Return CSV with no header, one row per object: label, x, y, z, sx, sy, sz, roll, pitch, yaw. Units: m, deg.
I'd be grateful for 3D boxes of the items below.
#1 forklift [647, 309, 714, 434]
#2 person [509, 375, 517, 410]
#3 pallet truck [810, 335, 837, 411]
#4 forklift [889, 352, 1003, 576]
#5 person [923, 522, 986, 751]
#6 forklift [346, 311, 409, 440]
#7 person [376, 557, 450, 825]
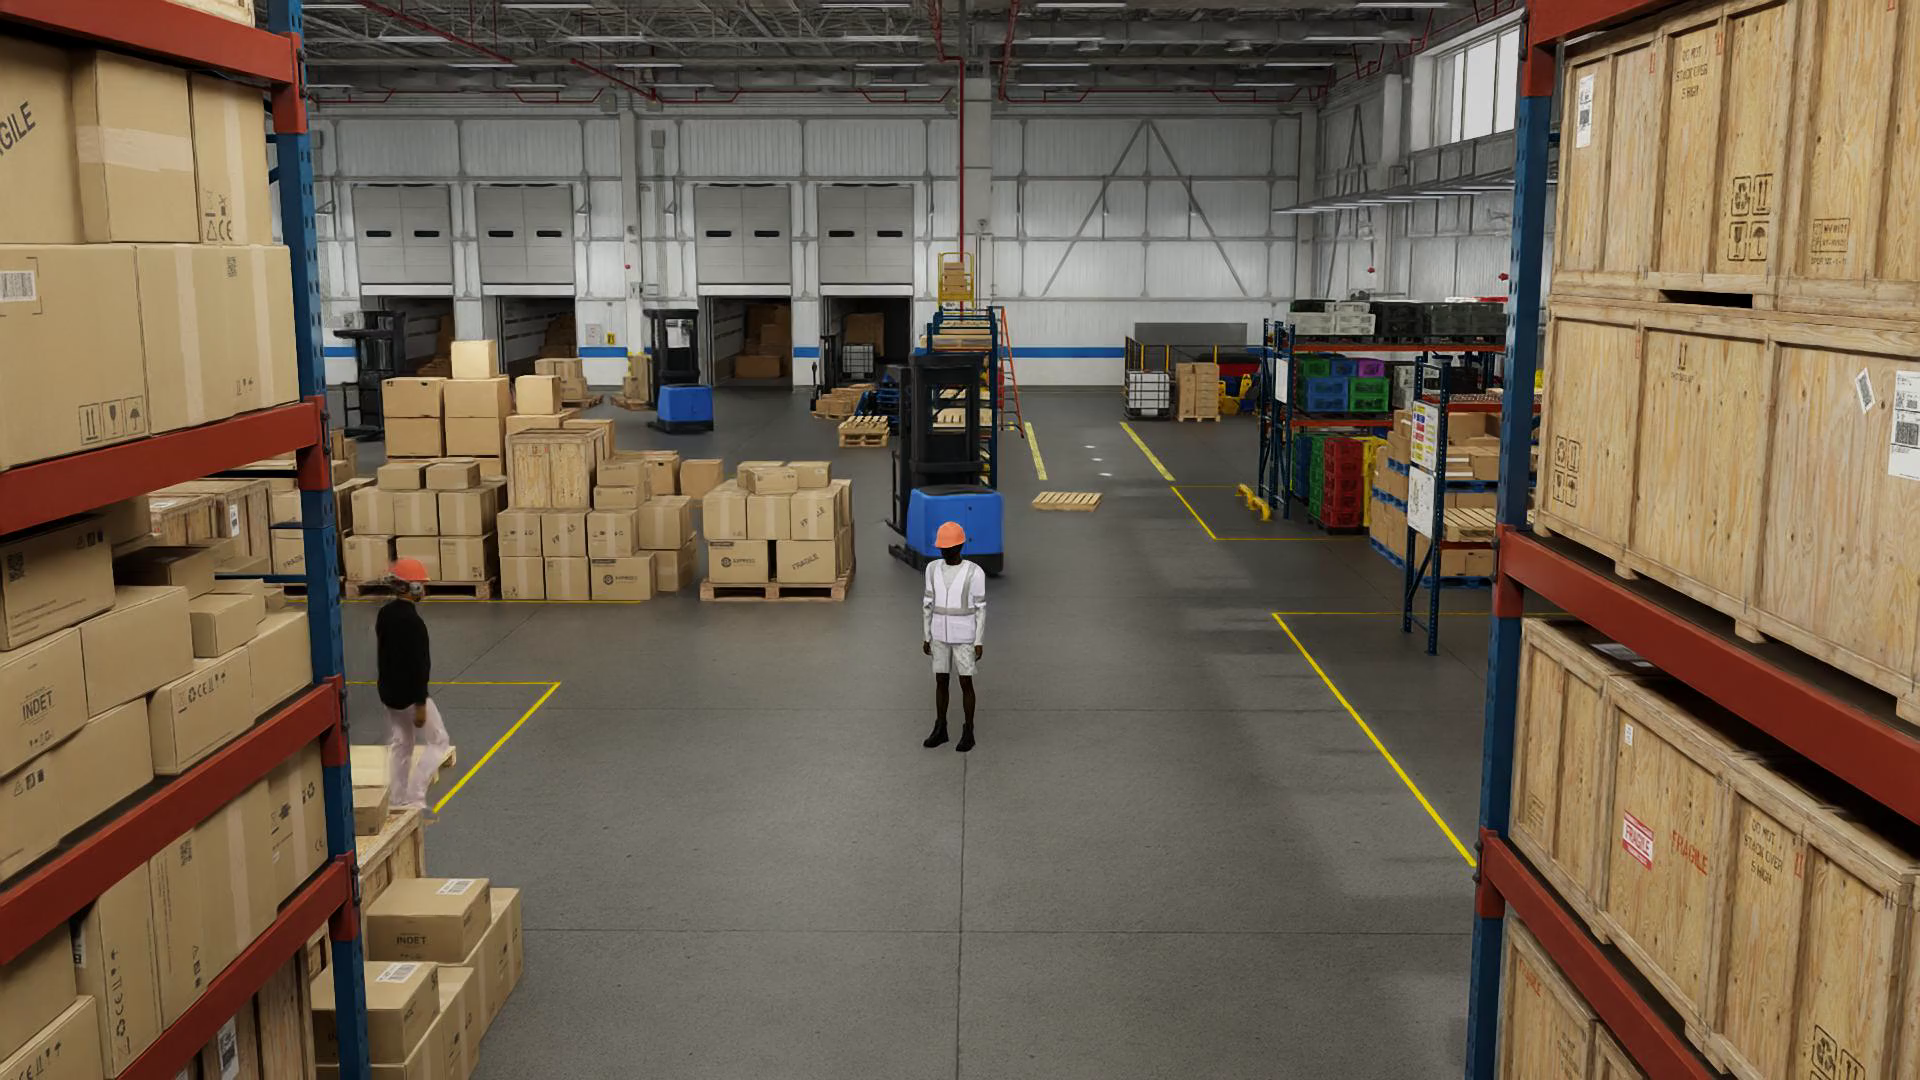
forklift,-6.464,-3.921,38.322,1.129,2.768,1.873,-5,11,-25
person,-9.176,-2.476,33.492,0.635,1.667,0.317,-8,12,-37
pallet truck,-3.021,-4.312,43.126,1.885,1.965,0.823,3,10,17
forklift,-0.179,-1.049,21.756,1.129,2.768,1.873,-3,10,-16
person,-0.067,0.799,13.817,0.552,1.933,0.373,4,11,24
forklift,-12.810,-3.738,37.268,1.129,2.768,1.873,5,11,24
person,-3.954,1.104,11.985,0.613,1.965,0.431,9,13,42
